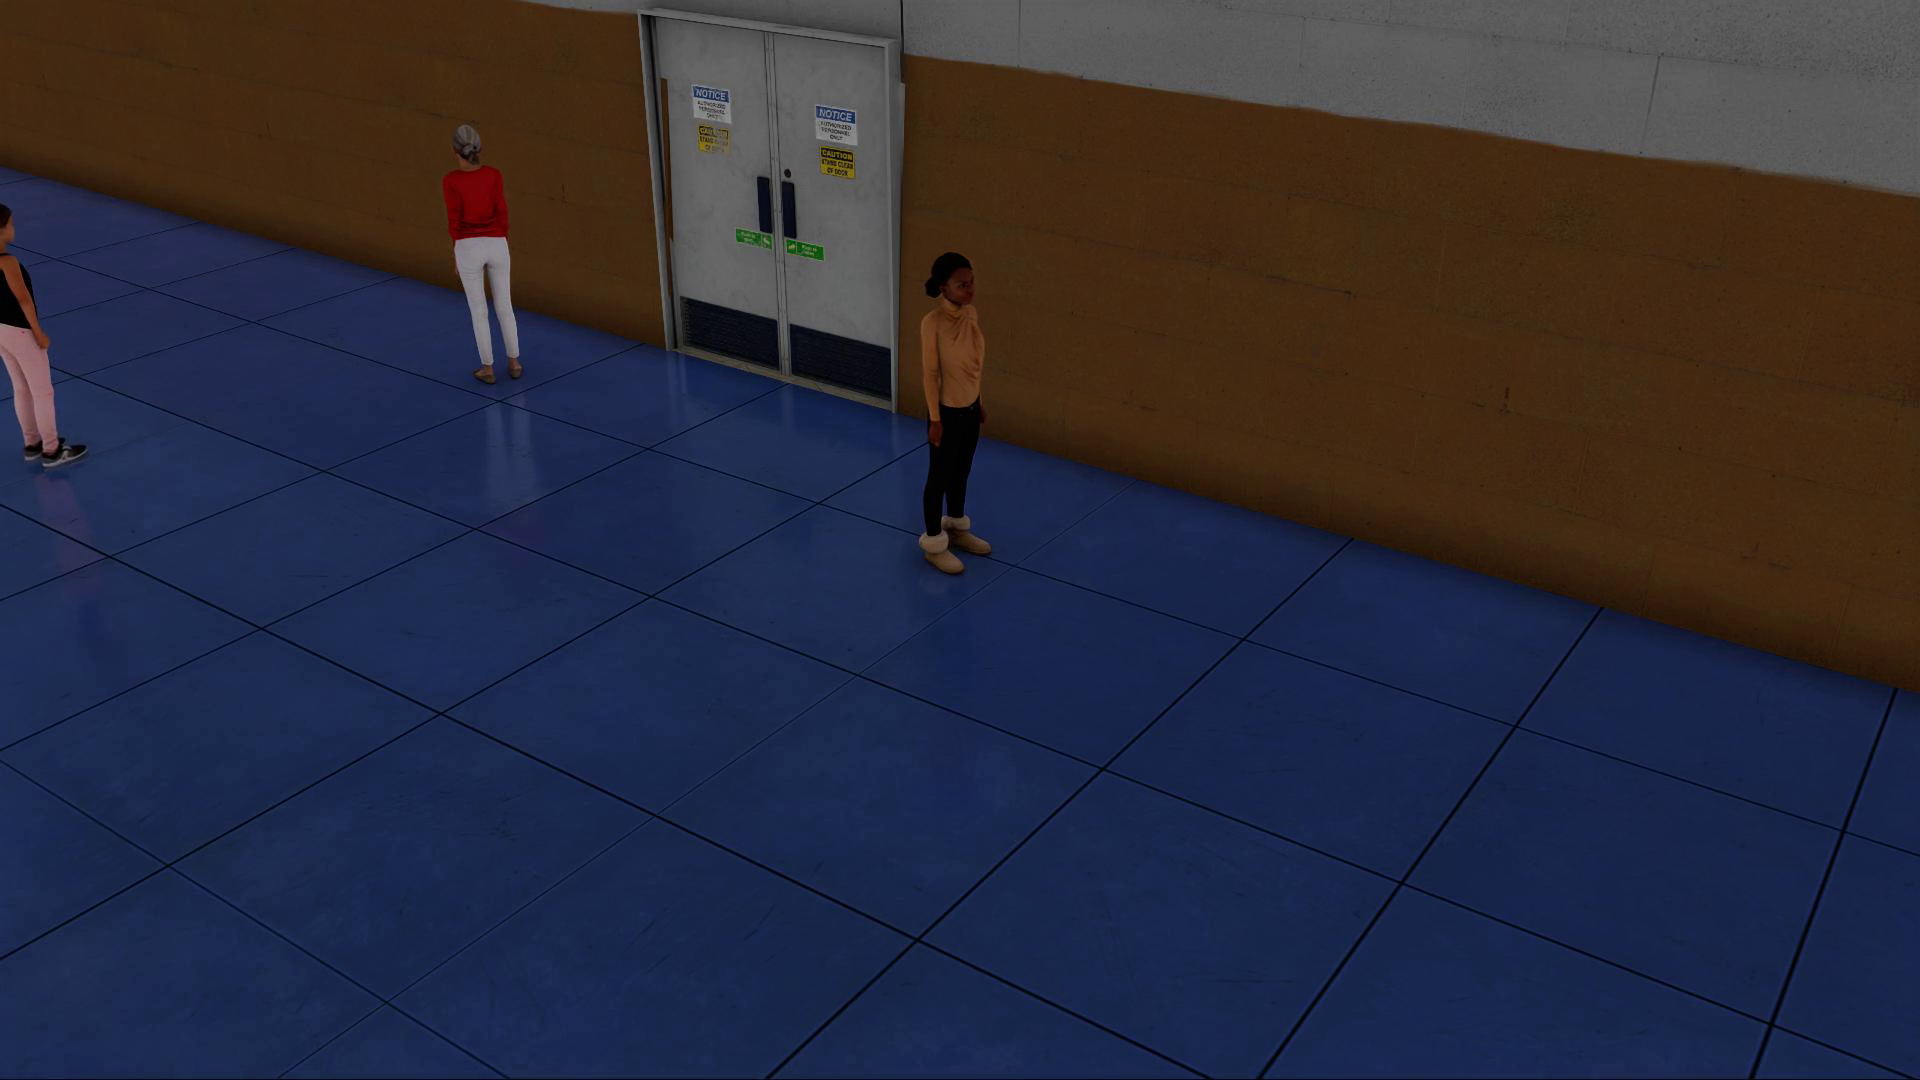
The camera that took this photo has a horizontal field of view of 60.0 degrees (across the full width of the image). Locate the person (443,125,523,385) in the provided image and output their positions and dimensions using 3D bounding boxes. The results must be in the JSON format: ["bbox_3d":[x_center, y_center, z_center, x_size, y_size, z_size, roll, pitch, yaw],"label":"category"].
[{"bbox_3d":[-3.091,-1.844,10.772,0.602,1.694,0.691,-15,30,-27],"label":"person"}]

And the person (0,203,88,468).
[{"bbox_3d":[-5.445,-1.179,9.605,0.535,1.562,0.538,14,30,26],"label":"person"}]

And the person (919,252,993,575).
[{"bbox_3d":[-0.039,-0.662,8.478,0.633,1.660,0.490,18,32,31],"label":"person"}]
